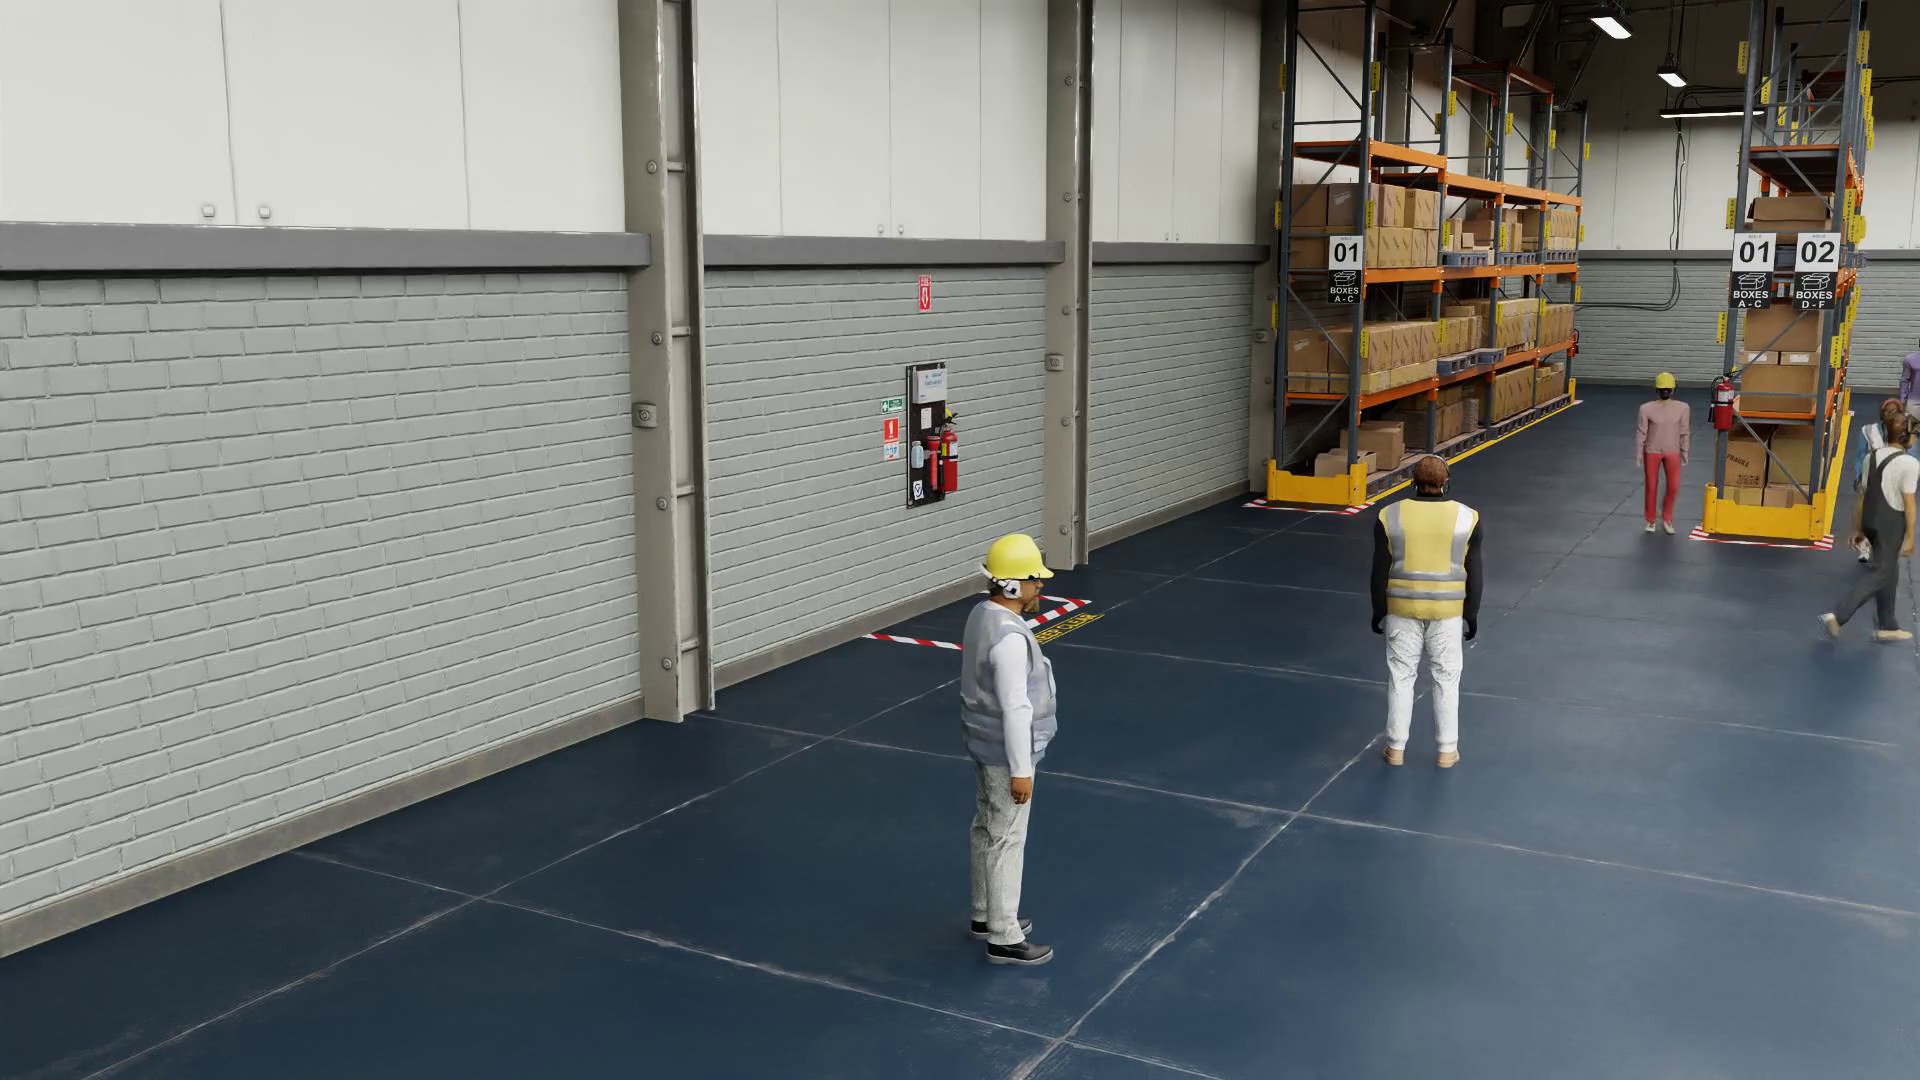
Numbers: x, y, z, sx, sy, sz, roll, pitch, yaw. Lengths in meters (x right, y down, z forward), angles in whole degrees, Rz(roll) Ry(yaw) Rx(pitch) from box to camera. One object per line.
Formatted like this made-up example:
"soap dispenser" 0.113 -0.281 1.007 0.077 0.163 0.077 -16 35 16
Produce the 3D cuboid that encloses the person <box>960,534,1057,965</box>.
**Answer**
"person" 0.211 0.879 7.101 0.404 1.829 0.600 -2 10 -12

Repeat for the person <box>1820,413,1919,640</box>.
"person" 7.033 -0.073 12.768 0.855 1.814 0.533 -2 10 -11

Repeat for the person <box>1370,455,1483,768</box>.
"person" 2.732 0.418 9.777 0.634 1.841 0.429 2 10 13

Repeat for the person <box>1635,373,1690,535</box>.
"person" 7.554 -0.921 17.888 0.560 1.743 0.638 3 10 15

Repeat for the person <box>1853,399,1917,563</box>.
"person" 8.989 -0.559 16.173 0.536 1.607 0.819 5 11 29

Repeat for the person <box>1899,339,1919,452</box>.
"person" 13.521 -1.947 23.338 0.635 1.937 0.352 9 13 41
